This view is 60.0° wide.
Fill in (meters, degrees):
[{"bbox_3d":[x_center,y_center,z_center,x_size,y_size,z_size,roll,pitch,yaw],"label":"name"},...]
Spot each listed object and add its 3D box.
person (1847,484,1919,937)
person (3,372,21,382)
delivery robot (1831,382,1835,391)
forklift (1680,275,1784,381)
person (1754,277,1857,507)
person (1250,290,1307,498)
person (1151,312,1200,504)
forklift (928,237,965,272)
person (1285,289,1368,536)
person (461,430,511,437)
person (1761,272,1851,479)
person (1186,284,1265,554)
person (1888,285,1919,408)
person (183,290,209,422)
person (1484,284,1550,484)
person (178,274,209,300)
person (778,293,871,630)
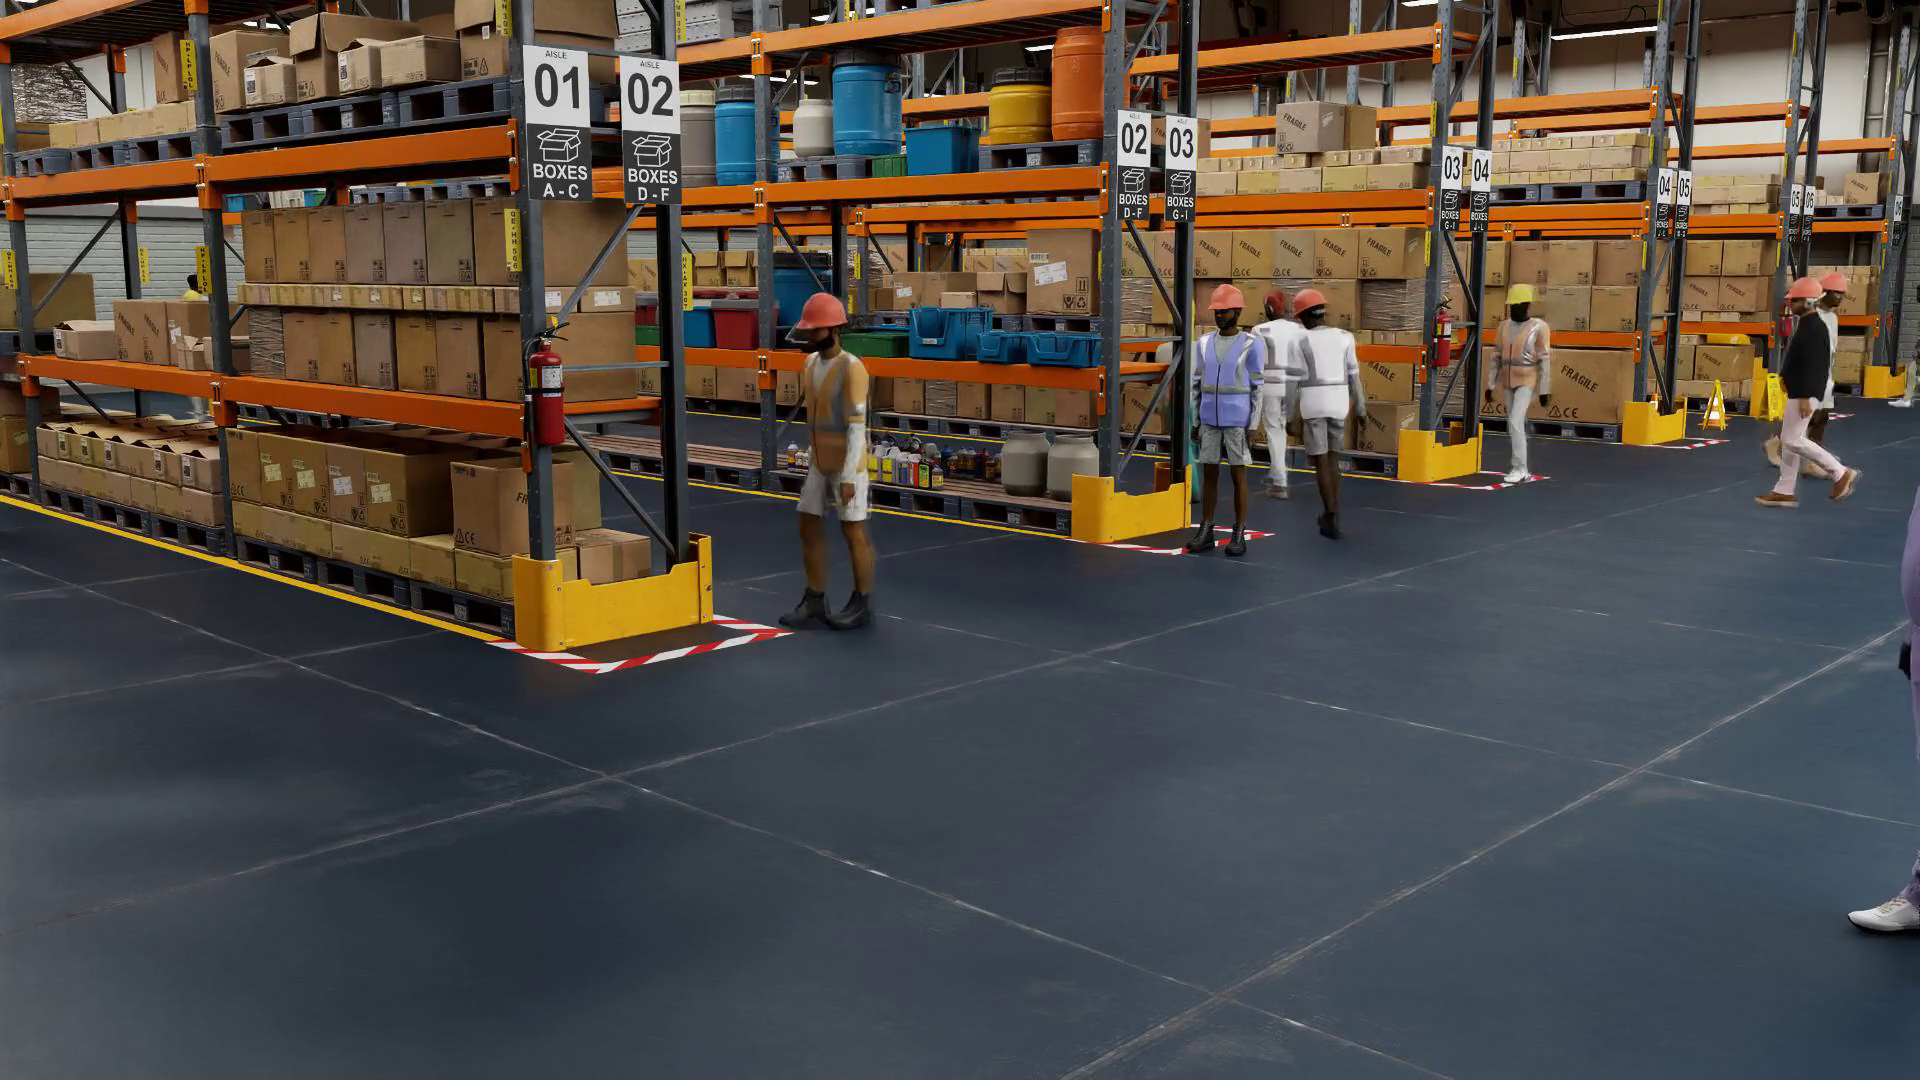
[{"bbox_3d":[2.951,0.316,4.849,0.402,1.911,0.639,0,9,0],"label":"person"},{"bbox_3d":[-11.686,-2.199,20.556,1.007,1.810,0.525,6,11,33],"label":"person"},{"bbox_3d":[12.526,-2.259,24.609,0.477,0.478,0.707,-6,11,-31],"label":"delivery robot"},{"bbox_3d":[12.480,-3.427,27.053,1.214,2.155,2.313,9,13,43],"label":"forklift"},{"bbox_3d":[7.307,-1.259,14.288,0.673,1.980,0.631,3,10,19],"label":"person"},{"bbox_3d":[2.824,-1.343,15.179,0.575,1.852,0.824,-4,10,-22],"label":"person"},{"bbox_3d":[1.944,-1.205,14.747,0.514,1.712,0.886,-4,10,-24],"label":"person"},{"bbox_3d":[-0.326,-5.817,39.609,1.129,2.768,1.873,9,13,43],"label":"forklift"},{"bbox_3d":[2.810,-0.995,12.952,0.632,1.884,0.724,-2,9,-12],"label":"person"},{"bbox_3d":[-3.850,-1.085,13.779,0.608,1.802,0.833,-9,13,-43],"label":"person"},{"bbox_3d":[8.364,-1.616,16.361,0.640,2.021,0.603,-7,11,-35],"label":"person"},{"bbox_3d":[1.913,-0.869,12.020,0.542,1.939,0.365,6,11,33],"label":"person"},{"bbox_3d":[13.974,-2.810,24.246,0.849,1.829,0.548,6,11,34],"label":"person"},{"bbox_3d":[-9.606,-2.255,20.995,0.602,1.782,0.928,-7,11,-35],"label":"person"},{"bbox_3d":[5.295,-1.487,15.927,0.661,1.904,0.585,-5,10,-28],"label":"person"},{"bbox_3d":[-12.993,-3.543,28.327,0.614,1.964,0.361,2,10,13],"label":"person"},{"bbox_3d":[-0.772,-0.422,9.400,0.708,1.907,0.585,-8,12,-40],"label":"person"}]
